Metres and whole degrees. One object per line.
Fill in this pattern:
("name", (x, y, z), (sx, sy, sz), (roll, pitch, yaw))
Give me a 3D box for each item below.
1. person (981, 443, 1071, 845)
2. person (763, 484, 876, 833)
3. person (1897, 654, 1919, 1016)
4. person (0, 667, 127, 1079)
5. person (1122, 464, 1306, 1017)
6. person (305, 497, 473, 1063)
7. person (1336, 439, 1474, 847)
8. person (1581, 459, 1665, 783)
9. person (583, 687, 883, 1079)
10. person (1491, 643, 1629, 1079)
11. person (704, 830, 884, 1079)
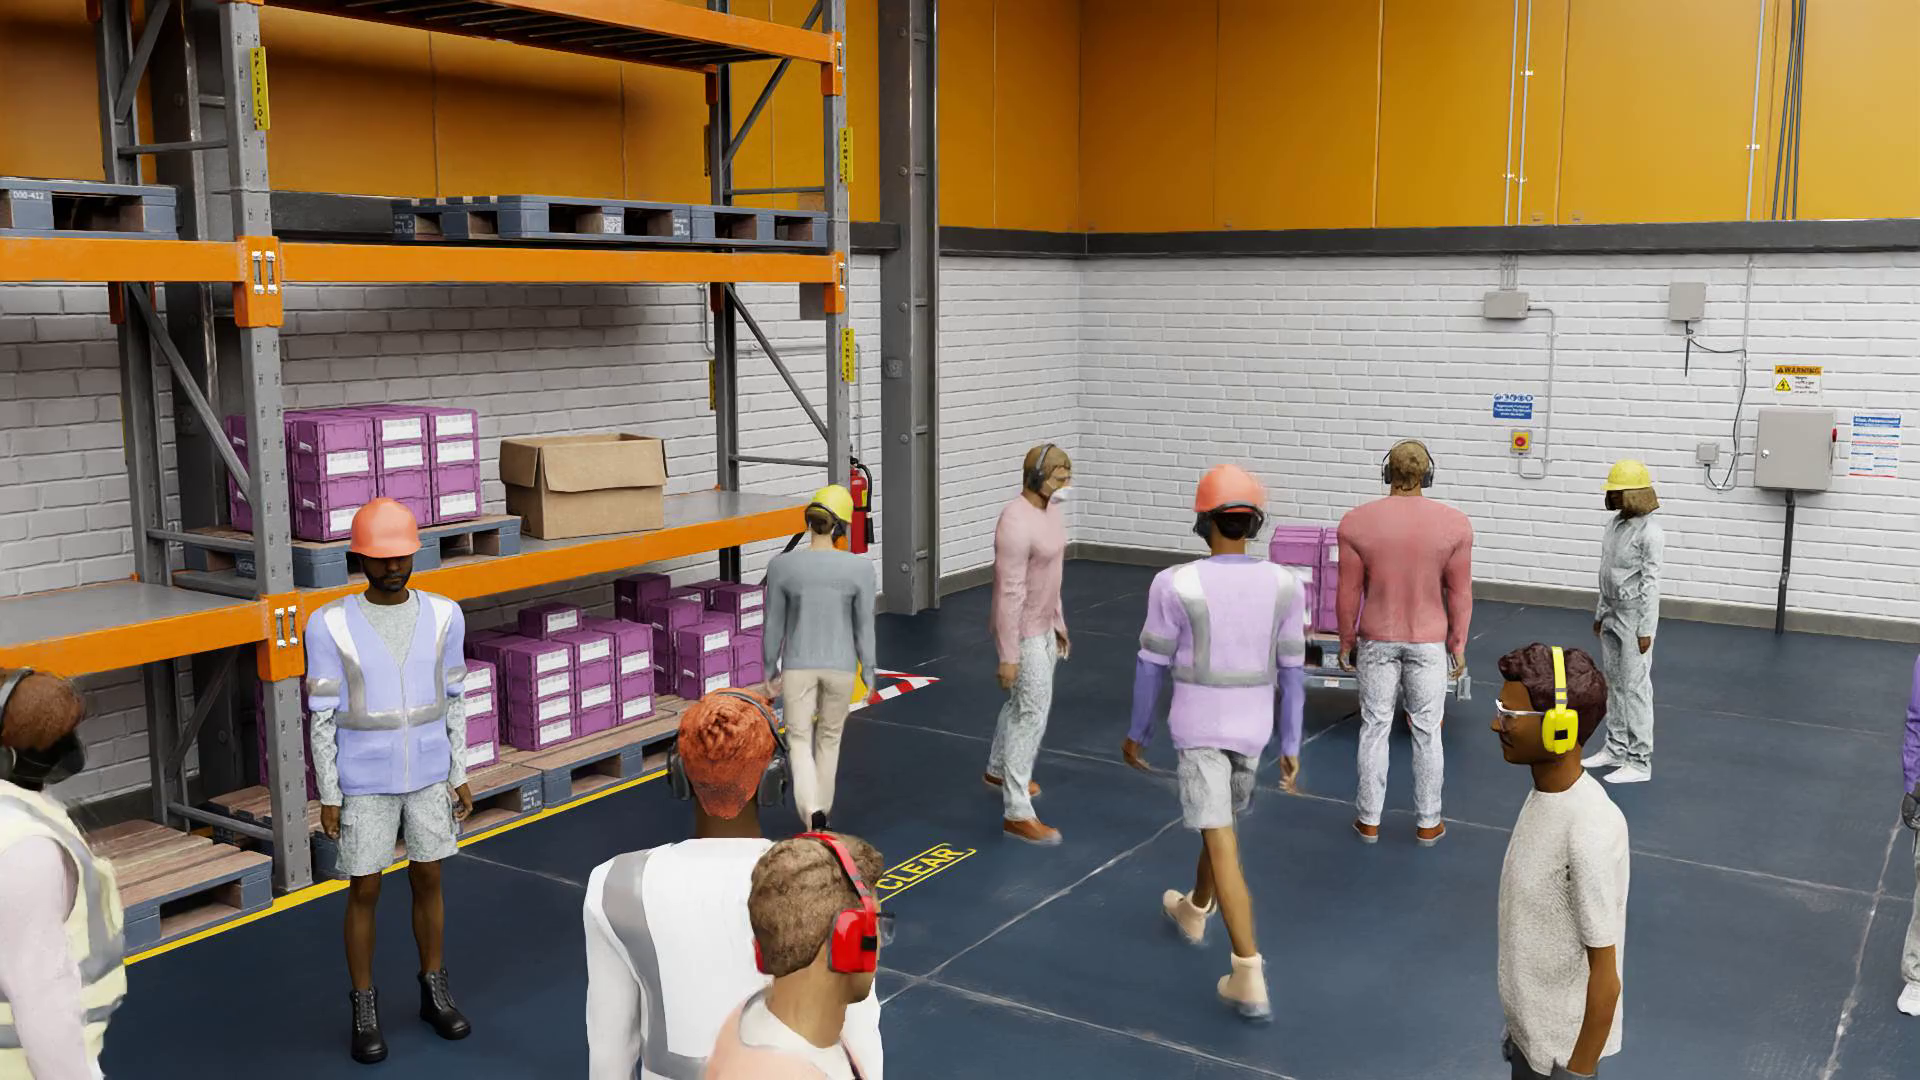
("person", (0.304, 0.471, 8.132), (0.563, 1.905, 0.836), (3, 9, 16))
("person", (-0.654, 0.617, 7.763), (0.537, 1.724, 0.693), (-1, 9, -5))
("person", (3.642, 0.942, 5.935), (0.513, 1.630, 0.317), (6, 11, 35))
("person", (-2.155, 1.175, 3.842), (0.694, 1.818, 0.430), (9, 12, 44))
("person", (0.980, 0.713, 6.302), (0.616, 1.991, 1.055), (-3, 9, -17))
("person", (-1.952, 0.813, 5.762), (0.545, 1.939, 0.354), (-6, 11, -36))
("person", (2.091, 0.488, 7.878), (0.628, 1.940, 0.373), (2, 9, 15))
("person", (3.552, 0.431, 8.916), (0.322, 1.738, 0.486), (-1, 9, -6))
("person", (-0.440, 1.217, 3.319), (0.575, 1.883, 0.355), (0, 9, -1))
("person", (1.332, 1.153, 3.784), (0.309, 1.868, 0.535), (1, 9, 7))
("person", (-0.230, 1.362, 2.595), (0.450, 1.817, 0.592), (-1, 9, -8))
